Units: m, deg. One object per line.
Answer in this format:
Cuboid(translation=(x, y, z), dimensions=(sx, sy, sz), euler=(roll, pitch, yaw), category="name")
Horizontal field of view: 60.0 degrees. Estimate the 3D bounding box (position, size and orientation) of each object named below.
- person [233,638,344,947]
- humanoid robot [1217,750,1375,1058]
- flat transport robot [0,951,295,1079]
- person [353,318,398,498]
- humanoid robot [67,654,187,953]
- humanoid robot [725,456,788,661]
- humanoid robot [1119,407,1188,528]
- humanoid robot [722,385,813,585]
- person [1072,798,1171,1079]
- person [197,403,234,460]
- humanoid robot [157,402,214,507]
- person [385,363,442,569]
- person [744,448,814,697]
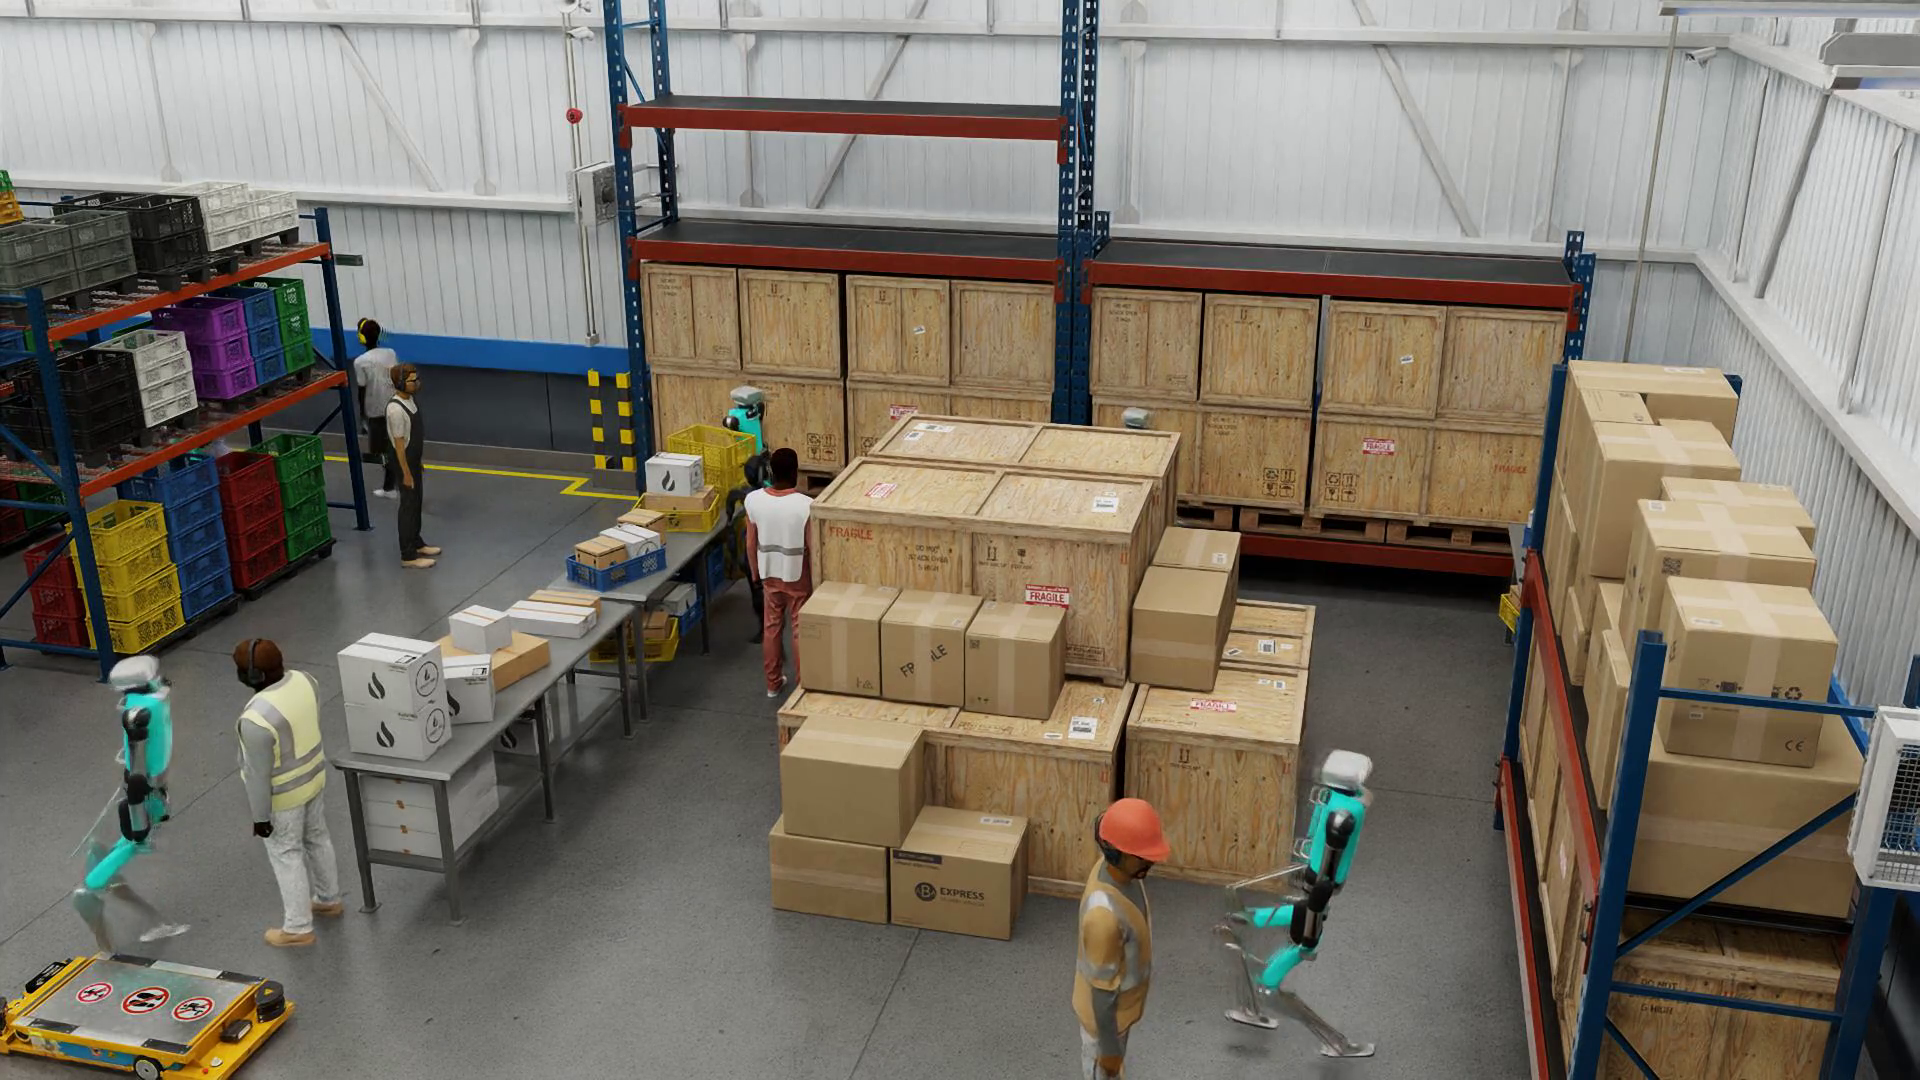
Cuboid(translation=(-3.743, 1.390, 9.223), dimensions=(0.429, 1.837, 0.623), euler=(3, 21, 9), category="person")
Cuboid(translation=(1.623, 1.811, 8.256), dimensions=(1.013, 1.723, 0.540), euler=(7, 22, 18), category="humanoid robot")
Cuboid(translation=(-4.270, 2.464, 8.601), dimensions=(1.431, 0.231, 0.659), euler=(5, 22, 13), category="flat transport robot")
Cuboid(translation=(-5.542, -1.227, 16.051), dimensions=(0.681, 1.851, 0.518), euler=(12, 24, 28), category="person")
Cuboid(translation=(-4.628, 1.502, 9.089), dimensions=(0.818, 1.800, 0.552), euler=(-4, 21, -10), category="humanoid robot")
Cuboid(translation=(-1.501, 0.111, 12.818), dimensions=(0.604, 1.633, 0.632), euler=(3, 21, 8), category="humanoid robot")
Cuboid(translation=(1.691, -0.197, 13.591), dimensions=(1.029, 1.784, 0.530), euler=(5, 21, 12), category="humanoid robot")
Cuboid(translation=(-1.547, -0.358, 14.061), dimensions=(0.791, 1.881, 0.554), euler=(9, 23, 22), category="humanoid robot")
Cuboid(translation=(0.692, 2.032, 7.256), dimensions=(0.391, 2.038, 0.605), euler=(5, 21, 12), category="person")
Cuboid(translation=(-7.422, -1.319, 16.466), dimensions=(0.896, 1.723, 0.530), euler=(7, 22, 19), category="person")
Cuboid(translation=(-7.223, -0.876, 15.295), dimensions=(0.555, 1.801, 0.669), euler=(2, 21, 5), category="humanoid robot")
Cuboid(translation=(-4.817, -0.654, 14.568), dimensions=(0.345, 1.837, 0.500), euler=(-2, 21, -6), category="person")
Cuboid(translation=(-1.254, 0.257, 12.063), dimensions=(0.595, 1.918, 0.385), euler=(7, 22, 19), category="person")
